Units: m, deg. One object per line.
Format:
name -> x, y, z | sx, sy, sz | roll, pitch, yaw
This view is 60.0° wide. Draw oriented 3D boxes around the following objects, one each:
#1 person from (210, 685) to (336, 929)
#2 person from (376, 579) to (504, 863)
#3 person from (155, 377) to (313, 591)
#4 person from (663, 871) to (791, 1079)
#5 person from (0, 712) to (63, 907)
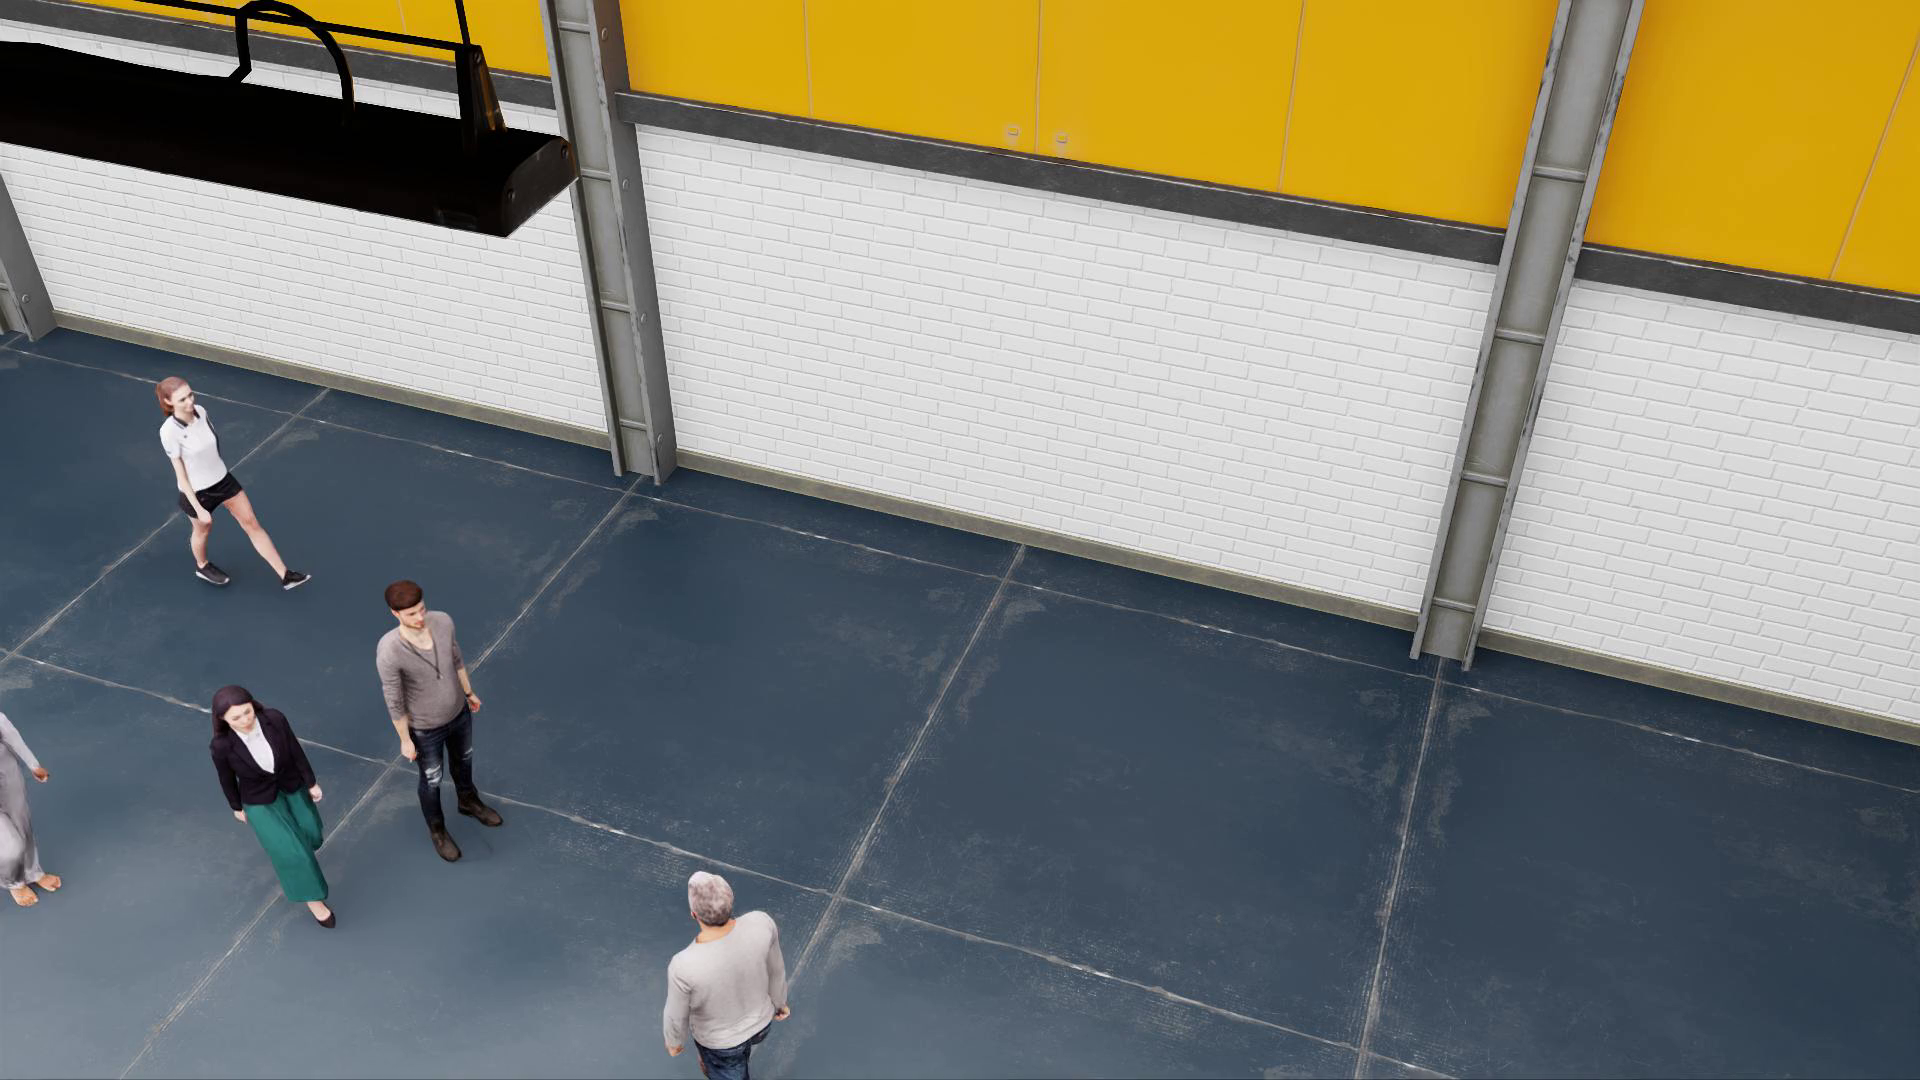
person -> -3.738, 1.366, 8.989 | 1.065, 1.711, 0.824 | 29, 47, 31
person -> -2.950, 0.972, 9.329 | 0.662, 1.903, 0.751 | 24, 44, 27
person -> -5.105, -0.339, 11.134 | 1.157, 1.698, 0.631 | 15, 41, 17
person -> -1.009, 2.306, 7.685 | 1.135, 1.870, 1.340 | -27, 46, -30
person -> -5.382, 1.300, 9.063 | 0.614, 1.722, 0.650 | 14, 41, 17
